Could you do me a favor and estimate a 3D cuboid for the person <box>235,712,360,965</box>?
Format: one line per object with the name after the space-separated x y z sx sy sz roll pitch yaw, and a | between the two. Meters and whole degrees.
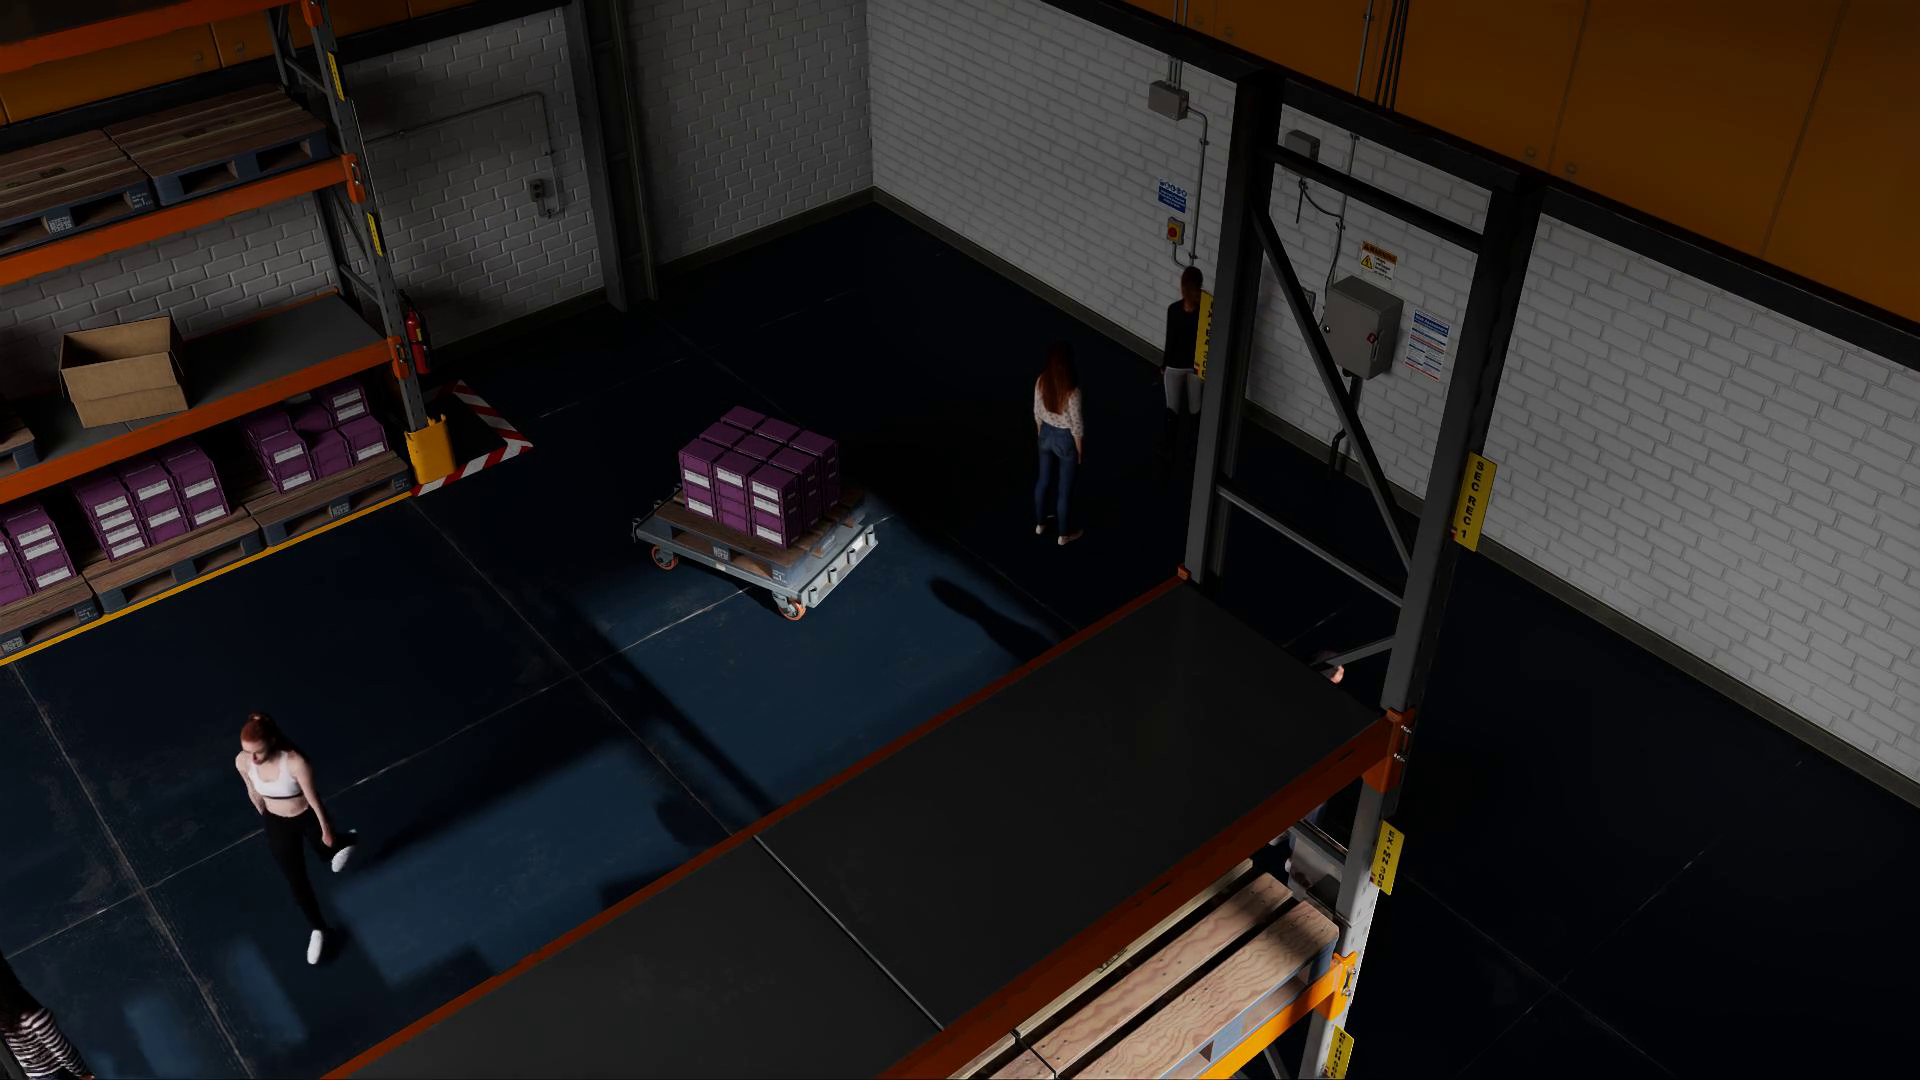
-3.754 1.554 9.509 1.097 1.712 1.115 4 39 5 | person

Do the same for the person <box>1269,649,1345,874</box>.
2.069 1.286 9.857 0.645 1.696 0.648 -10 40 -12 | person

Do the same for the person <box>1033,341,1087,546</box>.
0.733 -0.731 12.358 0.606 1.728 0.551 28 47 31 | person

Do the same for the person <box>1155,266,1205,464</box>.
1.786 -1.385 13.176 0.600 1.729 0.712 -10 40 -12 | person
